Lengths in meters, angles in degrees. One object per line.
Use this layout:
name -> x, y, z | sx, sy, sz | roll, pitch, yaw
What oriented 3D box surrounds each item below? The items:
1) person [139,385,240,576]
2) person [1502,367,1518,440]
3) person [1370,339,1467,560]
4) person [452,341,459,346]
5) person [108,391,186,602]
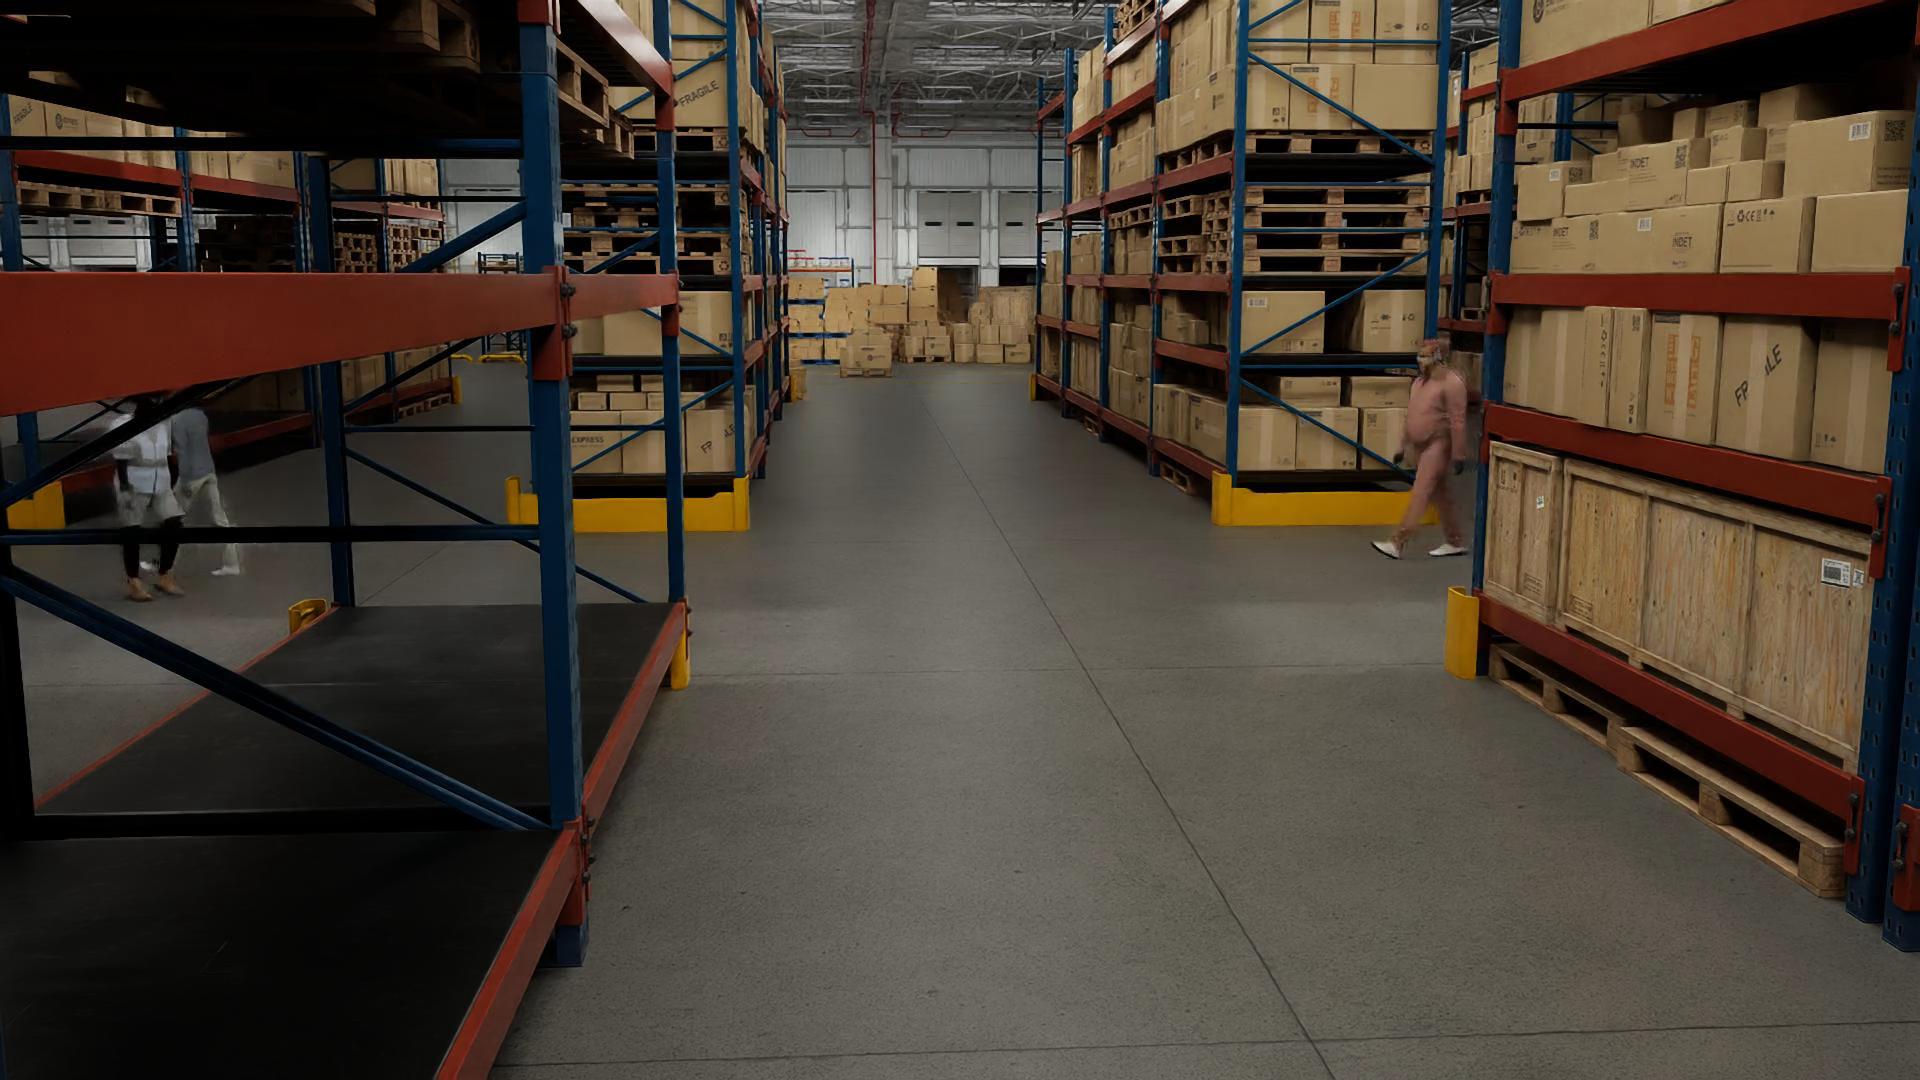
person -> -6.156, -0.486, 13.209 | 0.845, 1.588, 0.514 | 1, 9, 8
person -> 5.253, -0.987, 15.653 | 0.771, 1.824, 0.632 | -4, 10, -25
person -> 3.886, -0.753, 14.040 | 0.985, 1.853, 0.678 | -2, 9, -14
person -> -16.967, -7.464, 55.944 | 0.372, 1.940, 0.627 | -5, 10, -27
person -> -5.958, -0.371, 12.211 | 0.498, 1.680, 0.541 | 5, 10, 30
